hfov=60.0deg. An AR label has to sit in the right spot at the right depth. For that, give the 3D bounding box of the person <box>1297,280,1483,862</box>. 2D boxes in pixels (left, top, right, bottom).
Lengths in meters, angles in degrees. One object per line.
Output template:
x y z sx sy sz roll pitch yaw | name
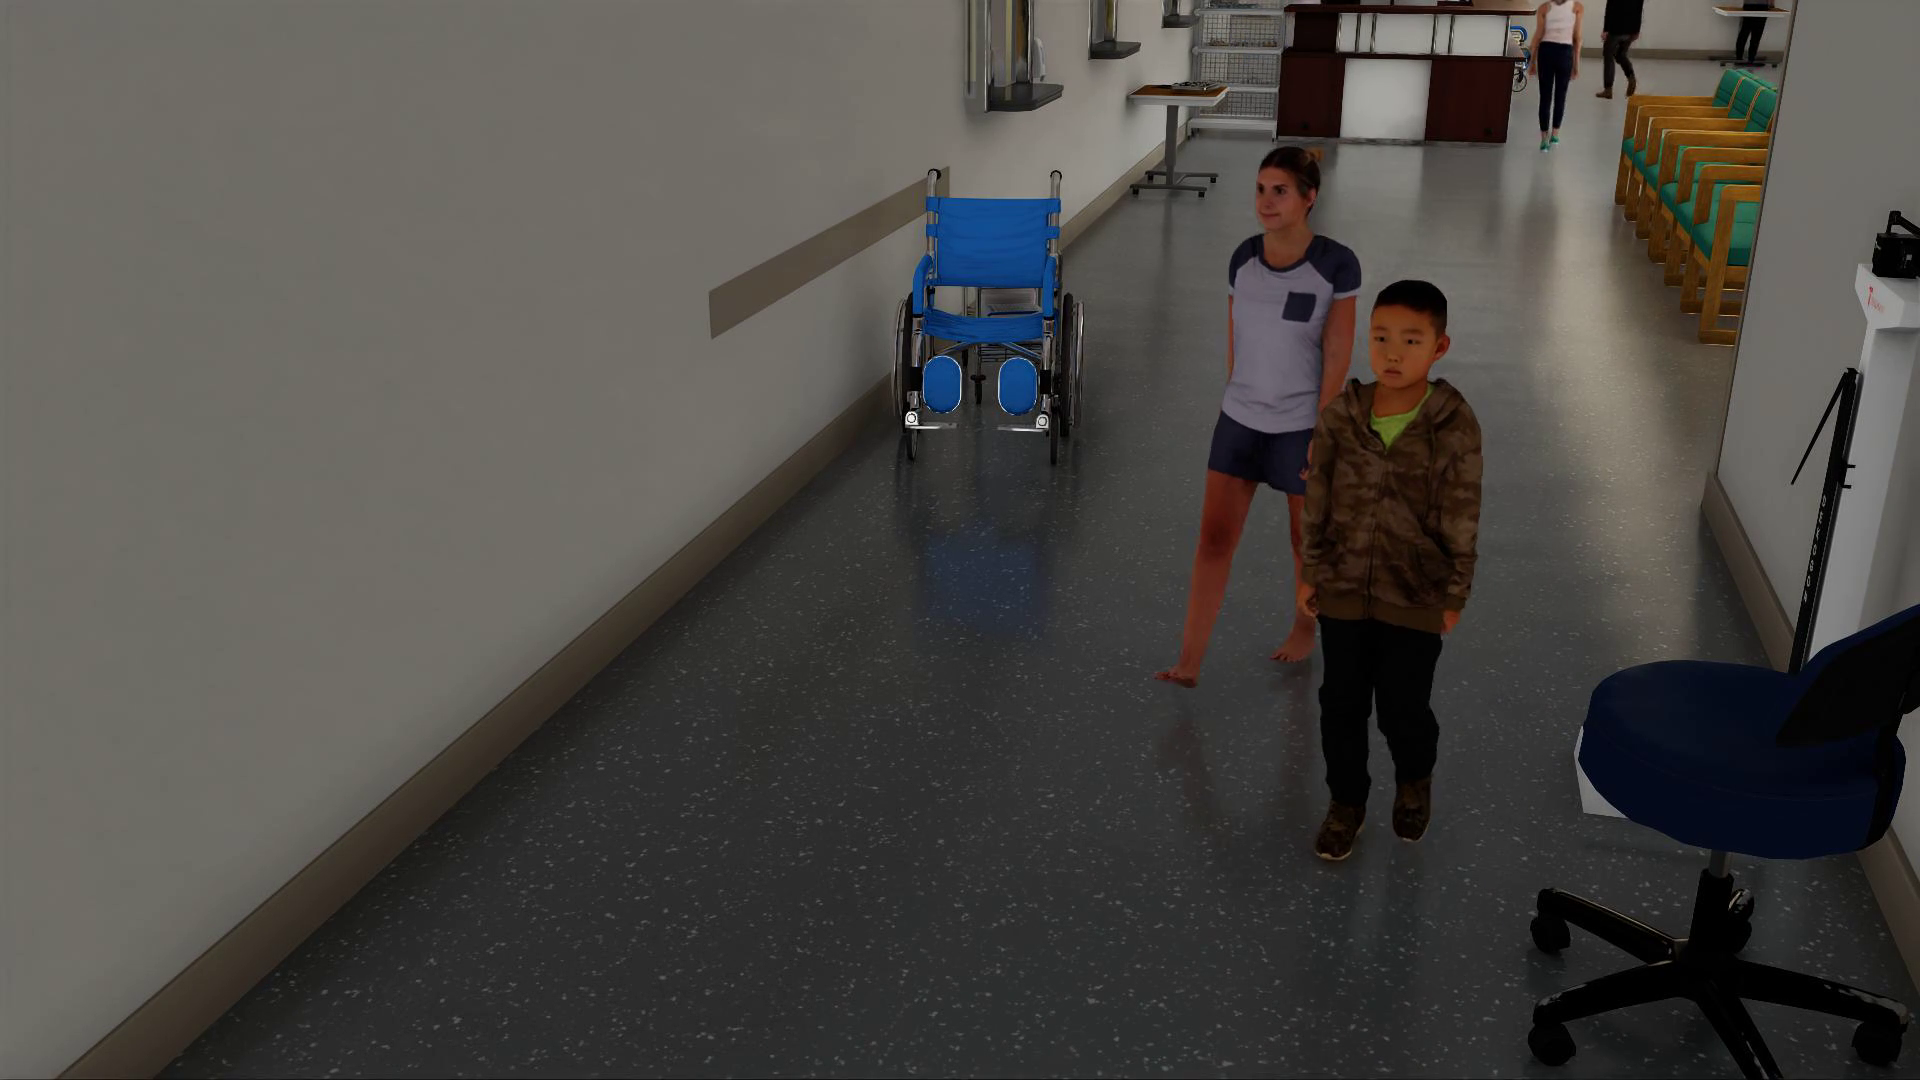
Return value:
1.048 0.078 4.044 0.599 1.449 0.698 11 24 27 | person

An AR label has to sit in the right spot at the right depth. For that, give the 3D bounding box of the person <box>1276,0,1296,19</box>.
7.178 -12.332 36.330 0.819 1.788 0.683 9 23 24 | person

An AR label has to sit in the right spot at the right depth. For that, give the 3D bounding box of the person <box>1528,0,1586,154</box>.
5.728 -4.581 16.024 0.939 1.676 0.732 7 22 18 | person

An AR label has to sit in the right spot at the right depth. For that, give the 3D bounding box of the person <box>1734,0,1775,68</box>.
12.058 -8.097 25.200 0.816 1.751 0.763 -8 22 -20 | person

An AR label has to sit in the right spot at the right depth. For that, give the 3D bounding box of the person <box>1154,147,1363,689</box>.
0.989 -0.338 4.944 0.961 1.589 0.805 12 24 29 | person

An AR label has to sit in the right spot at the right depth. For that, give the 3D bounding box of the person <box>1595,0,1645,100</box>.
8.221 -6.325 20.575 0.890 1.713 0.929 -7 22 -17 | person
